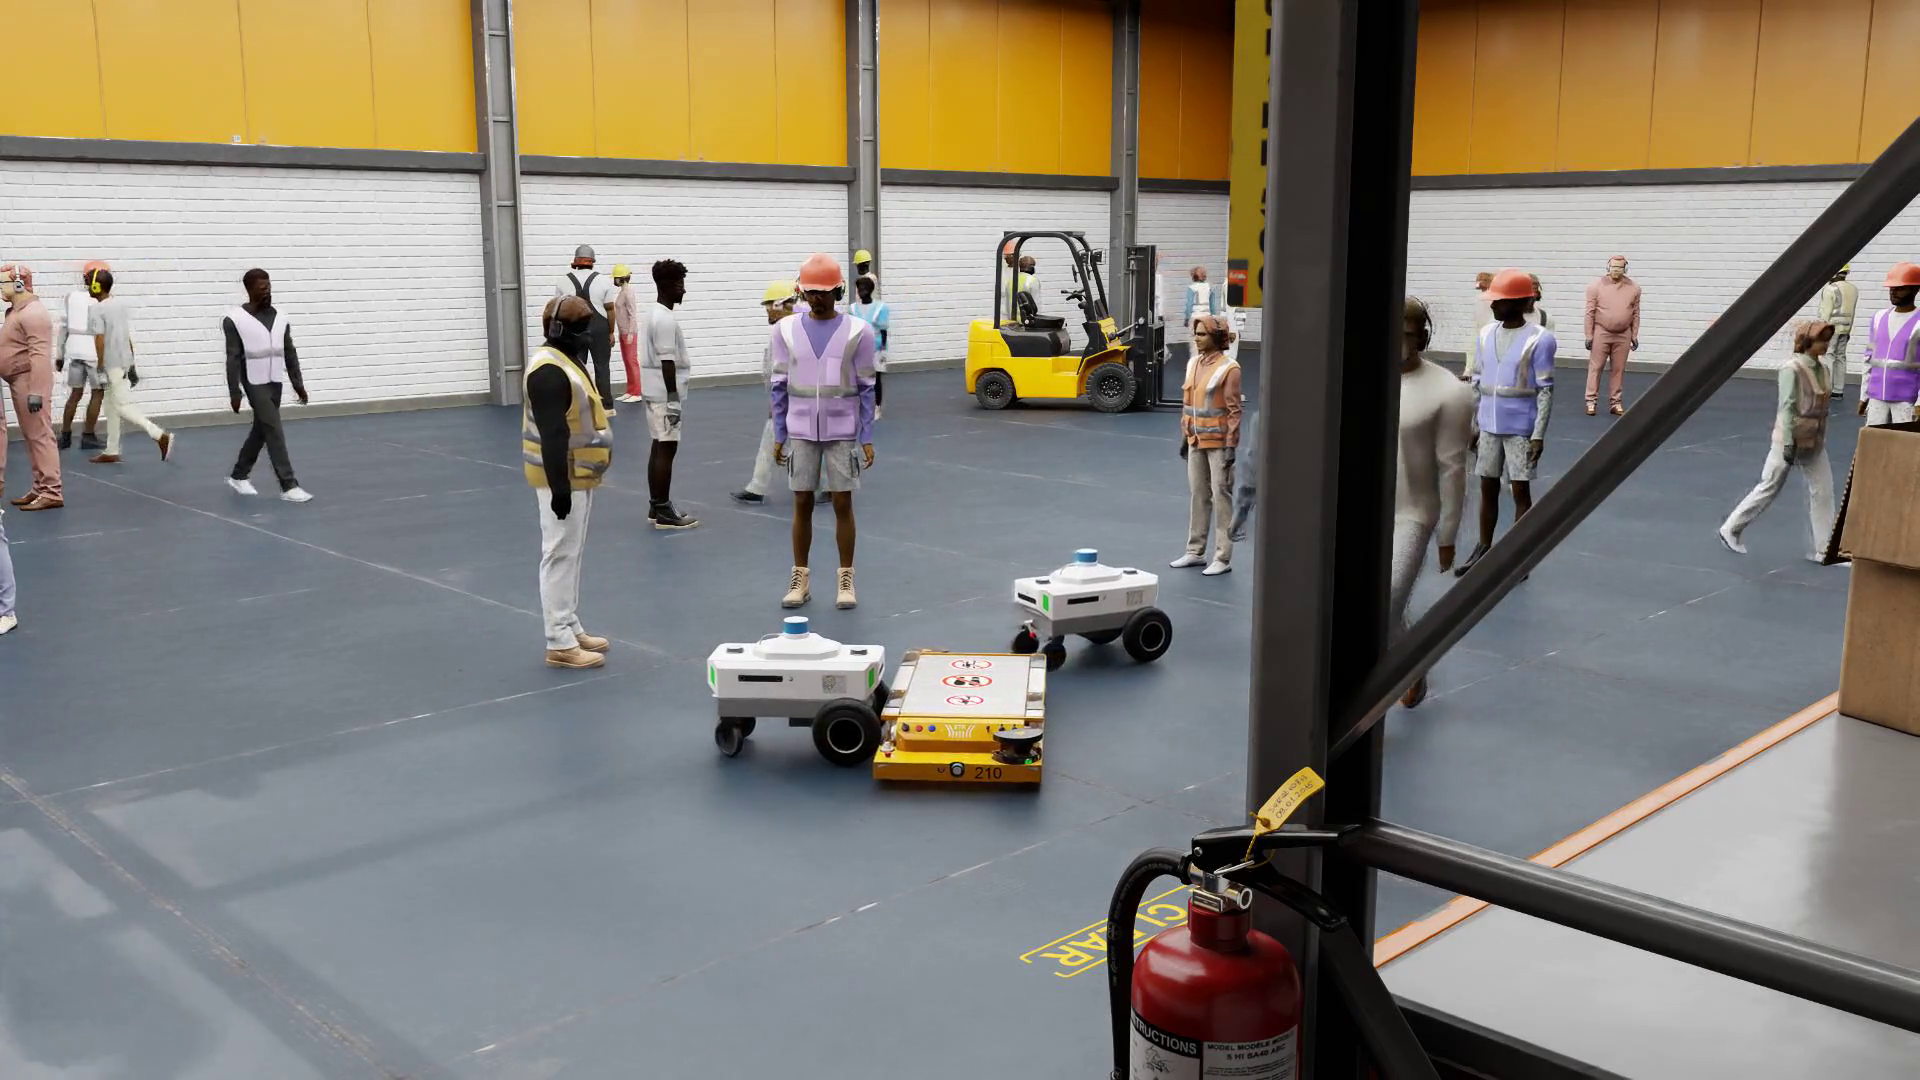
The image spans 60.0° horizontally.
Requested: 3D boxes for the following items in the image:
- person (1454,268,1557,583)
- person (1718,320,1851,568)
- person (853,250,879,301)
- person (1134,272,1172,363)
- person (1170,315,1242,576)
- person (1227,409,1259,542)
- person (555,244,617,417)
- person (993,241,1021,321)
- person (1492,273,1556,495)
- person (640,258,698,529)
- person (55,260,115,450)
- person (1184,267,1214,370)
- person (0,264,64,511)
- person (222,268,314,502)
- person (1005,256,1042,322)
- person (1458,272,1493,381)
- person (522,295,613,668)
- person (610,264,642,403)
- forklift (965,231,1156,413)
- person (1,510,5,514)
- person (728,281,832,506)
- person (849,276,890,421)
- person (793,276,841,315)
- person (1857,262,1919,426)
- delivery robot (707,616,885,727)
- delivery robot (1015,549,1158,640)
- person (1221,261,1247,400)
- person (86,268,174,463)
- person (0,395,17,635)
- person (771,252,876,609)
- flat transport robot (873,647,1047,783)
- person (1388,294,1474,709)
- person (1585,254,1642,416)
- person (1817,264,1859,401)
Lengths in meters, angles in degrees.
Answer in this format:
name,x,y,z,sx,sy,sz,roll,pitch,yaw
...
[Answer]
name,x,y,z,sx,sy,sz,roll,pitch,yaw
person,3.361,-0.697,10.233,0.376,1.934,0.547,-8,13,-37
person,5.449,-0.651,10.920,0.524,1.599,0.855,-7,12,-32
person,-1.327,-3.123,23.498,0.383,1.923,0.588,1,10,5
person,3.138,-3.773,27.277,0.944,1.846,0.574,-5,11,-25
person,1.578,-0.599,10.501,0.314,1.642,0.514,-6,12,-29
person,1.514,-0.083,7.763,0.670,1.609,0.547,-9,14,-41
person,-4.369,-2.458,19.549,0.676,2.000,0.536,0,10,-2
person,0.758,-3.385,24.588,0.646,2.040,0.392,5,12,26
person,4.594,-1.263,13.620,0.508,1.828,0.398,0,10,0
person,-2.141,-1.065,12.160,0.366,1.962,0.614,-4,11,-19
person,-8.725,-1.841,16.609,0.652,1.886,0.498,3,11,17
person,3.789,-3.499,26.371,0.699,1.624,0.401,-6,12,-31
person,-7.284,-1.187,12.980,0.409,1.906,0.651,-8,13,-37
person,-5.670,-1.262,13.495,0.988,1.878,0.608,5,11,23
person,0.927,-3.090,23.545,0.429,1.840,0.627,-9,14,-40
person,7.718,-3.123,24.373,0.795,1.605,0.507,-2,11,-10
person,-1.945,-0.294,8.298,0.430,1.840,0.625,-1,10,-5
person,-4.281,-2.635,21.272,0.328,1.764,0.528,-5,11,-24
forklift,1.222,-2.721,20.561,2.313,2.155,1.214,2,11,13
person,-7.467,-1.016,12.499,0.304,1.742,0.494,0,10,0
person,-1.346,-1.140,13.094,0.921,1.777,0.636,-2,11,-11
person,-1.040,-2.191,19.091,0.540,1.677,0.362,4,11,22
person,-1.247,-1.320,13.875,0.564,1.846,0.390,-1,10,-4
person,6.889,-1.071,12.267,0.359,1.938,0.545,-6,12,-28
delivery robot,-0.676,0.561,6.885,0.707,0.478,0.477,1,10,4
delivery robot,0.636,0.288,8.371,0.707,0.478,0.477,-5,12,-27
person,3.521,-2.718,21.396,0.353,1.883,0.577,3,11,14
person,-7.778,-1.606,15.483,0.826,1.842,0.539,1,10,4
person,-5.306,-0.352,8.820,0.528,1.765,0.328,2,11,12
person,-0.782,-0.609,9.489,0.605,2.034,0.389,1,10,5
flat transport robot,0.035,0.714,7.082,0.652,0.197,1.431,1,10,4
person,1.857,-0.089,7.036,0.648,1.909,0.910,9,14,42
person,7.734,-2.419,19.711,0.642,1.905,0.399,1,10,4
person,11.285,-2.711,21.495,0.602,1.830,0.404,-5,12,-26
